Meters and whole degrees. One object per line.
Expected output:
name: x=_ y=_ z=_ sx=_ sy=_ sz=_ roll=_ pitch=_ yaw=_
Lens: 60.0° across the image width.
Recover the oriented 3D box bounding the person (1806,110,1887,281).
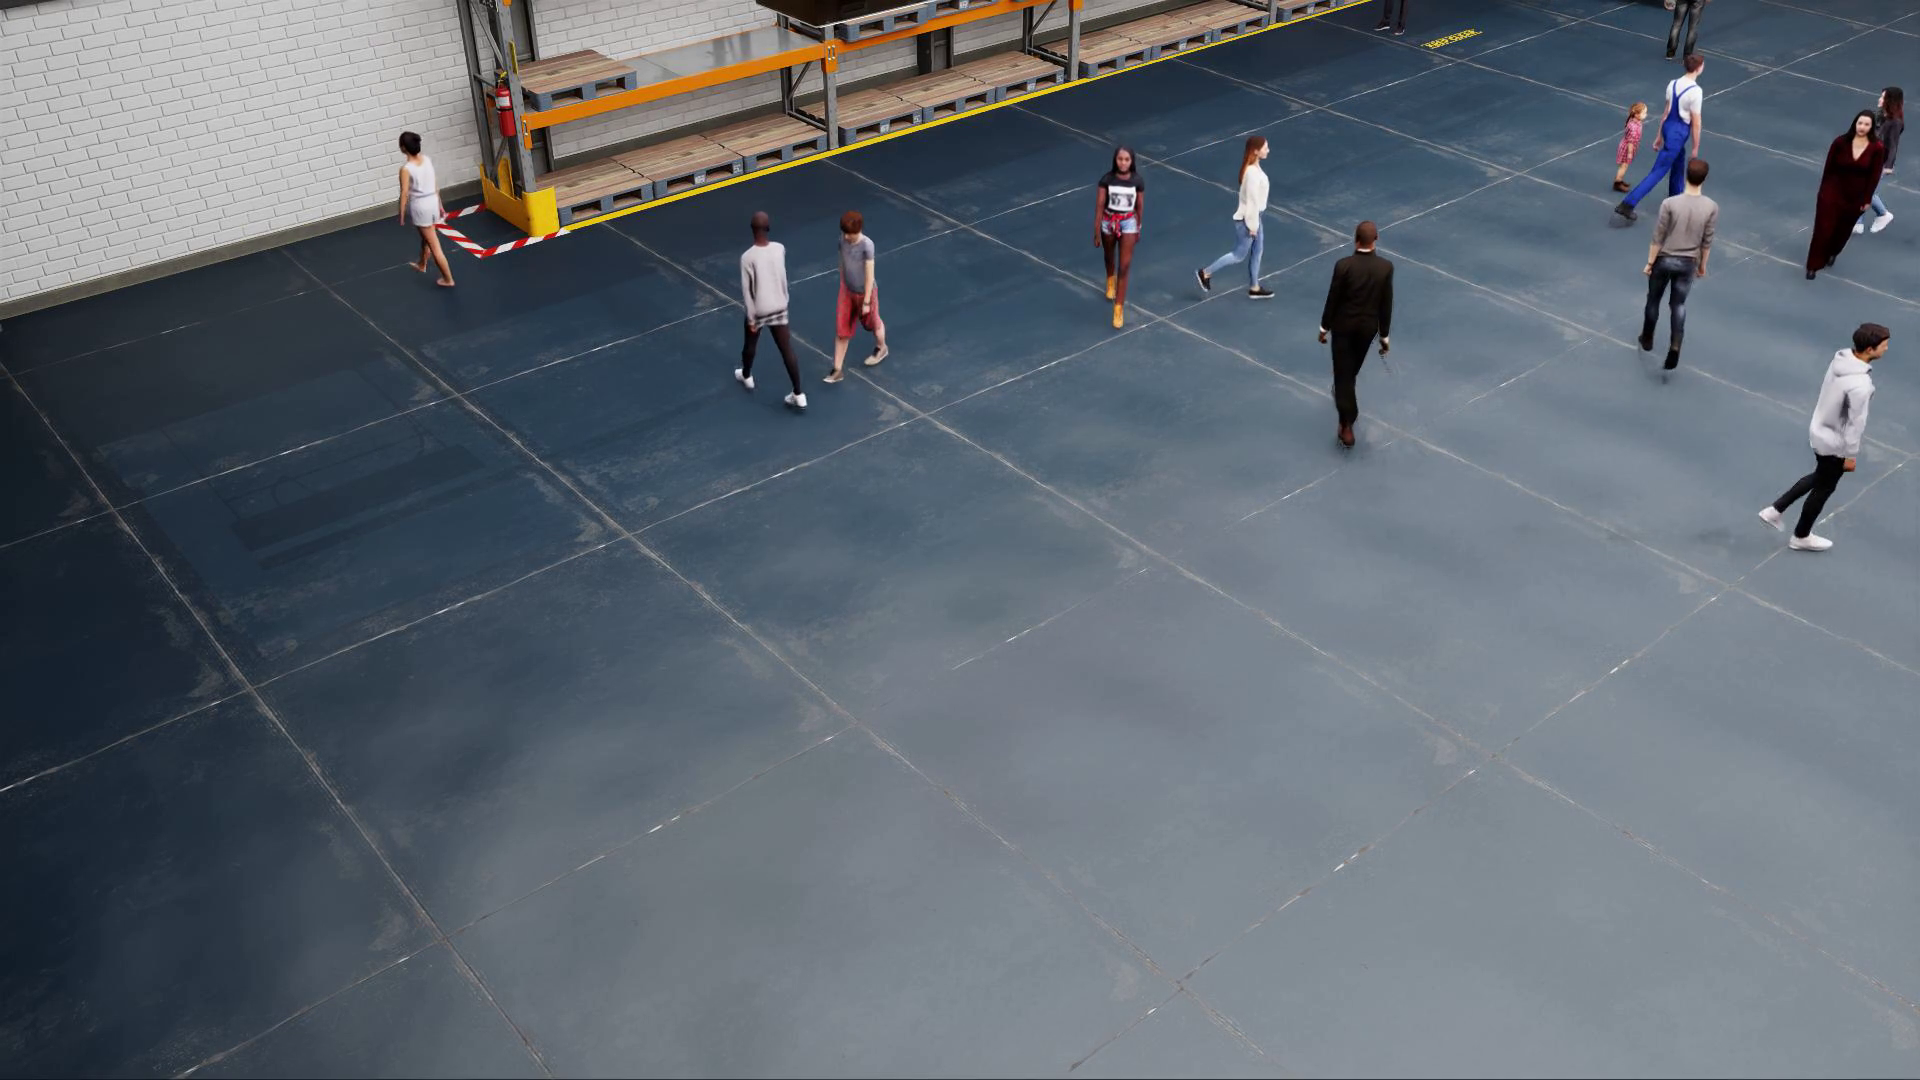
person: x=8.934 y=-3.488 z=16.765 sx=0.953 sy=1.701 sz=1.179 roll=15 pitch=36 yaw=21

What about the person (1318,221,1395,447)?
person: x=3.309 y=-1.692 z=13.927 sx=1.329 sy=1.852 sz=1.288 roll=-1 pitch=34 yaw=-1

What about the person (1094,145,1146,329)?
person: x=1.520 y=-2.994 z=16.037 sx=1.111 sy=1.684 sz=1.204 roll=4 pitch=34 yaw=6

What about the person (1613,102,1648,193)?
person: x=7.578 y=-4.471 z=18.859 sx=0.550 sy=1.020 sz=0.470 roll=11 pitch=35 yaw=16

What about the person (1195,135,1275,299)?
person: x=2.743 y=-3.111 z=16.226 sx=1.072 sy=1.669 sz=1.054 roll=5 pitch=34 yaw=7

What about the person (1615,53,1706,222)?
person: x=7.581 y=-4.263 z=17.838 sx=1.351 sy=1.804 sz=1.001 roll=-9 pitch=35 yaw=-14

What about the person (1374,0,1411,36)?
person: x=6.309 y=-8.235 z=23.674 sx=0.670 sy=1.958 sz=0.608 roll=25 pitch=41 yaw=33

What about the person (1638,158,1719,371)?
person: x=6.502 y=-2.469 z=15.067 sx=1.106 sy=1.883 sz=1.221 roll=6 pitch=34 yaw=9

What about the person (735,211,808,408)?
person: x=-1.610 y=-1.953 z=14.433 sx=1.111 sy=1.725 sz=0.751 roll=-22 pitch=40 yaw=-30

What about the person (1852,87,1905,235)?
person: x=9.753 y=-3.978 z=17.575 sx=0.921 sy=1.620 sz=0.861 roll=5 pitch=34 yaw=7

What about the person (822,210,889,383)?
person: x=-0.850 y=-2.234 z=14.969 sx=0.857 sy=1.600 sz=1.205 roll=21 pitch=39 yaw=29

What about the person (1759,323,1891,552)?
person: x=6.448 y=-0.761 z=12.469 sx=0.985 sy=1.915 sz=0.925 roll=3 pitch=34 yaw=4

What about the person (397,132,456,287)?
person: x=-5.255 y=-3.255 z=16.518 sx=0.868 sy=1.586 sz=0.937 roll=16 pitch=37 yaw=22

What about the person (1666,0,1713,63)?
person: x=9.967 y=-7.435 z=22.606 sx=0.701 sy=1.808 sz=0.632 roll=21 pitch=39 yaw=28
